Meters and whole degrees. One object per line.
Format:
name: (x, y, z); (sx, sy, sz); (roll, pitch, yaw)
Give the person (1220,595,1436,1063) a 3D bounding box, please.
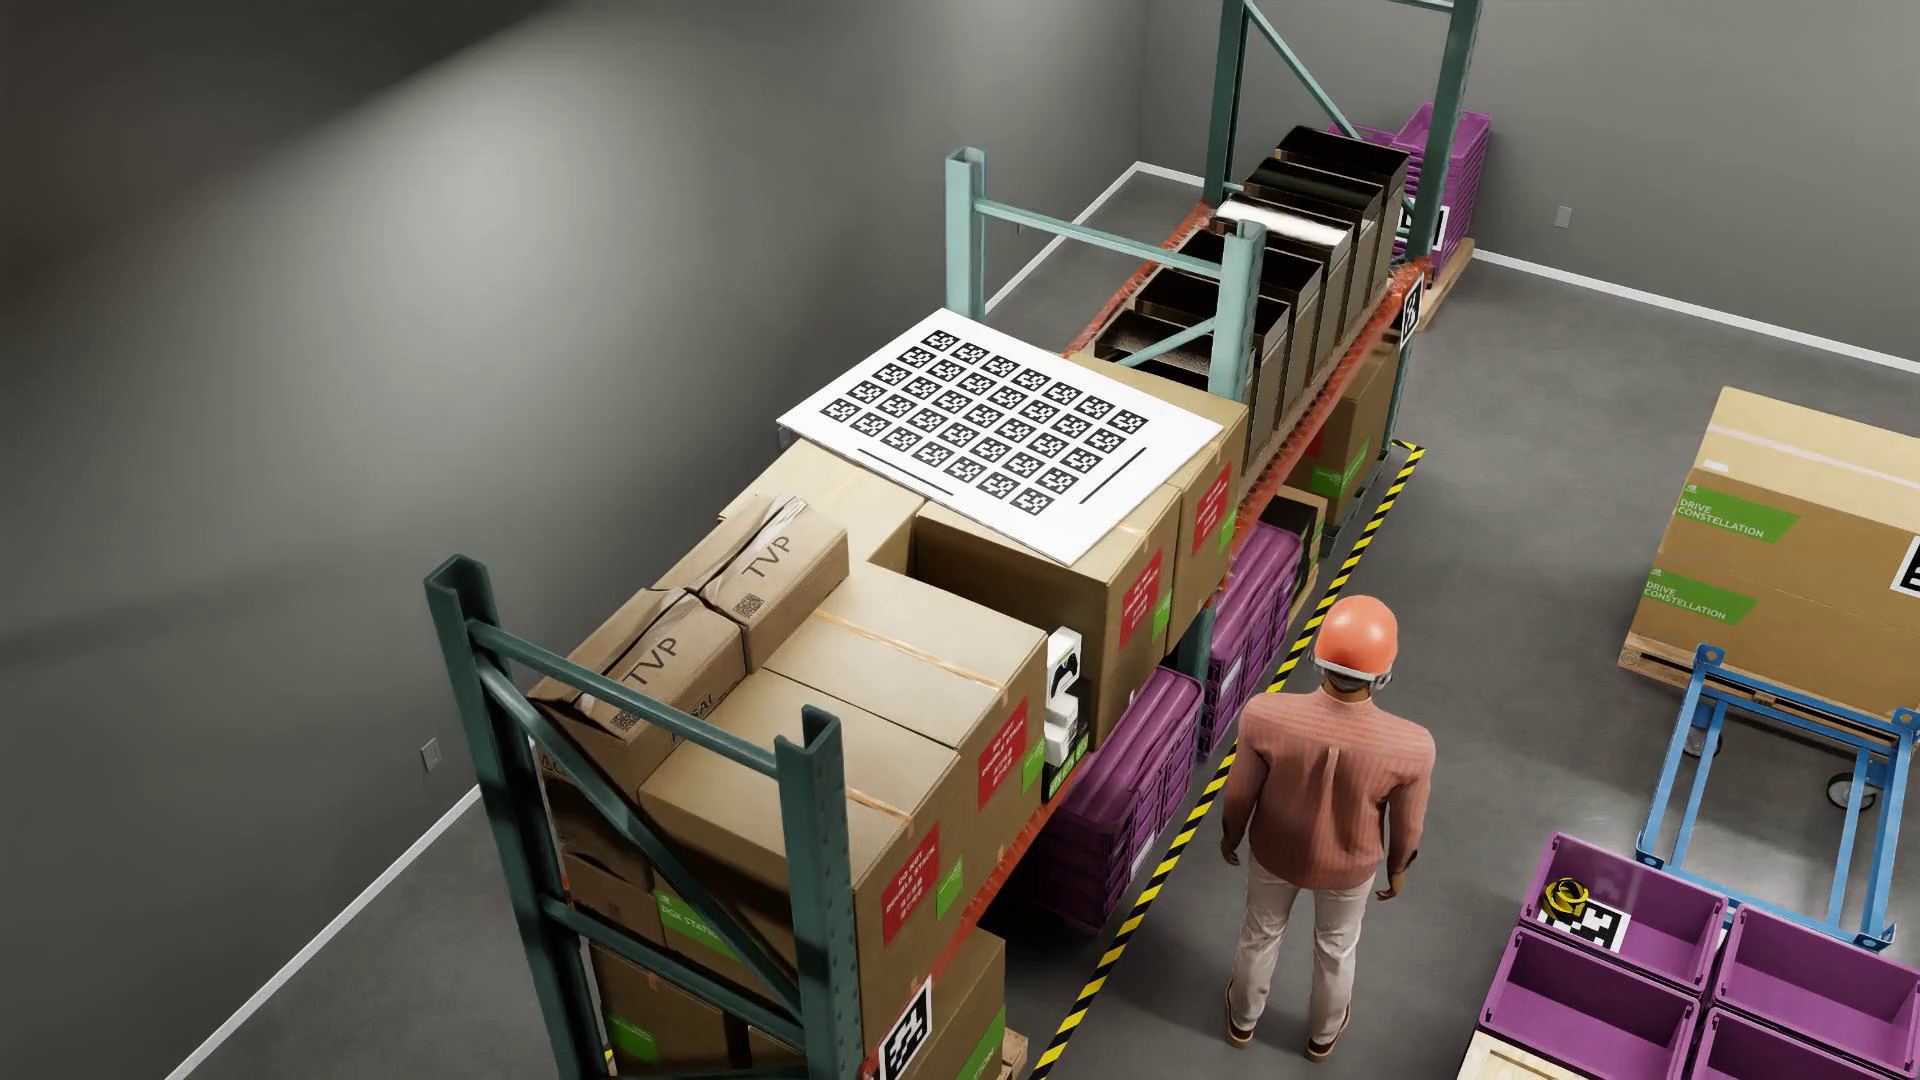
person: (1.155, 0.973, 5.396); (0.623, 1.989, 0.398); (10, 41, 12)
